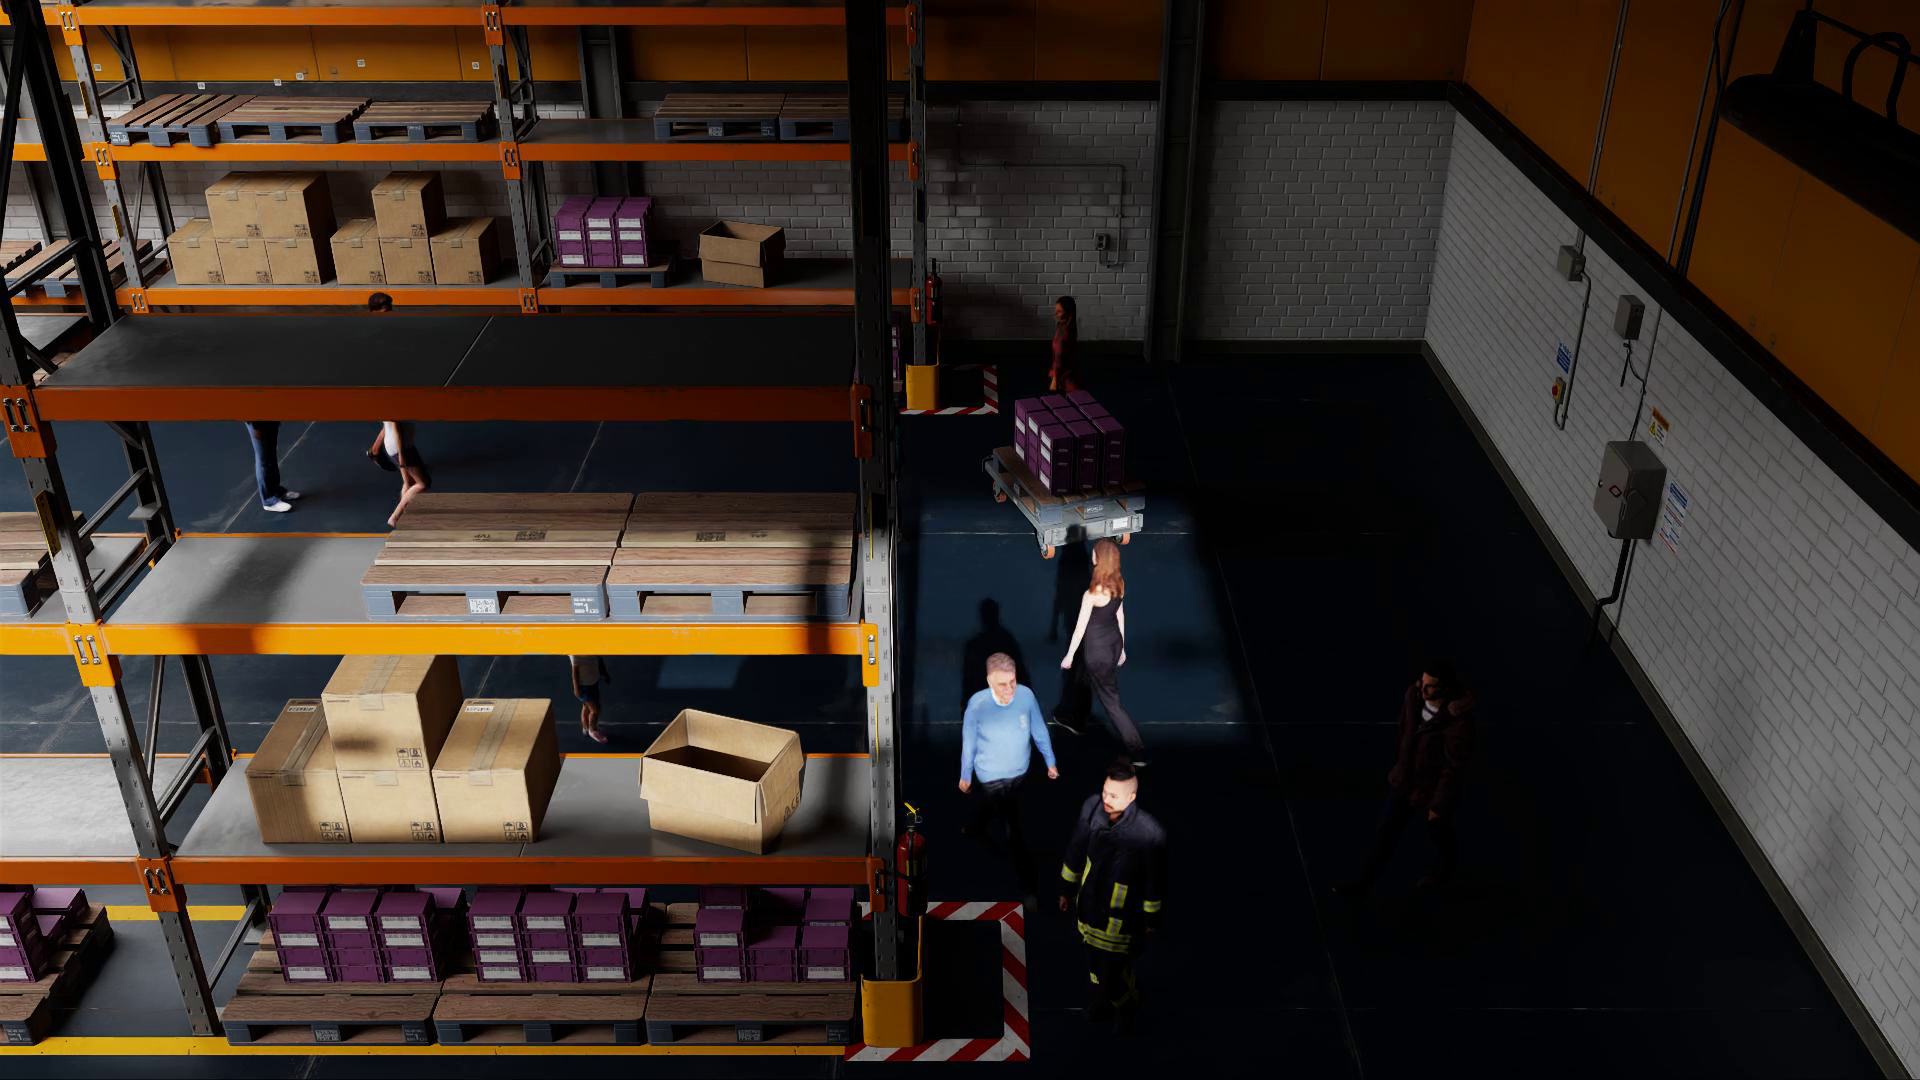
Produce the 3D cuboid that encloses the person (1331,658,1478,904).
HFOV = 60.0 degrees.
[{"bbox_3d":[2.987,1.508,10.375,1.299,1.792,1.113,-14,32,-25],"label":"person"}]

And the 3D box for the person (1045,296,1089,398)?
[{"bbox_3d":[1.121,-1.557,16.145,1.153,1.648,0.727,5,29,8],"label":"person"}]

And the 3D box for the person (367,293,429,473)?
[{"bbox_3d":[-5.505,-1.480,15.796,0.819,1.846,0.769,3,29,6],"label":"person"}]

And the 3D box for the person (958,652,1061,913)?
[{"bbox_3d":[0.223,1.414,10.582,1.275,1.758,1.220,-18,33,-29],"label":"person"}]

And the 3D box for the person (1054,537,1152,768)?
[{"bbox_3d":[1.072,0.834,11.699,1.177,1.708,1.034,21,35,33],"label":"person"}]

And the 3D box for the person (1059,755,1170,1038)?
[{"bbox_3d":[0.933,1.980,9.448,0.948,1.851,0.896,-24,36,-36],"label":"person"}]

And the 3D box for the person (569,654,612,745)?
[{"bbox_3d":[-2.757,1.008,12.109,0.515,1.009,0.483,7,29,13],"label":"person"}]
